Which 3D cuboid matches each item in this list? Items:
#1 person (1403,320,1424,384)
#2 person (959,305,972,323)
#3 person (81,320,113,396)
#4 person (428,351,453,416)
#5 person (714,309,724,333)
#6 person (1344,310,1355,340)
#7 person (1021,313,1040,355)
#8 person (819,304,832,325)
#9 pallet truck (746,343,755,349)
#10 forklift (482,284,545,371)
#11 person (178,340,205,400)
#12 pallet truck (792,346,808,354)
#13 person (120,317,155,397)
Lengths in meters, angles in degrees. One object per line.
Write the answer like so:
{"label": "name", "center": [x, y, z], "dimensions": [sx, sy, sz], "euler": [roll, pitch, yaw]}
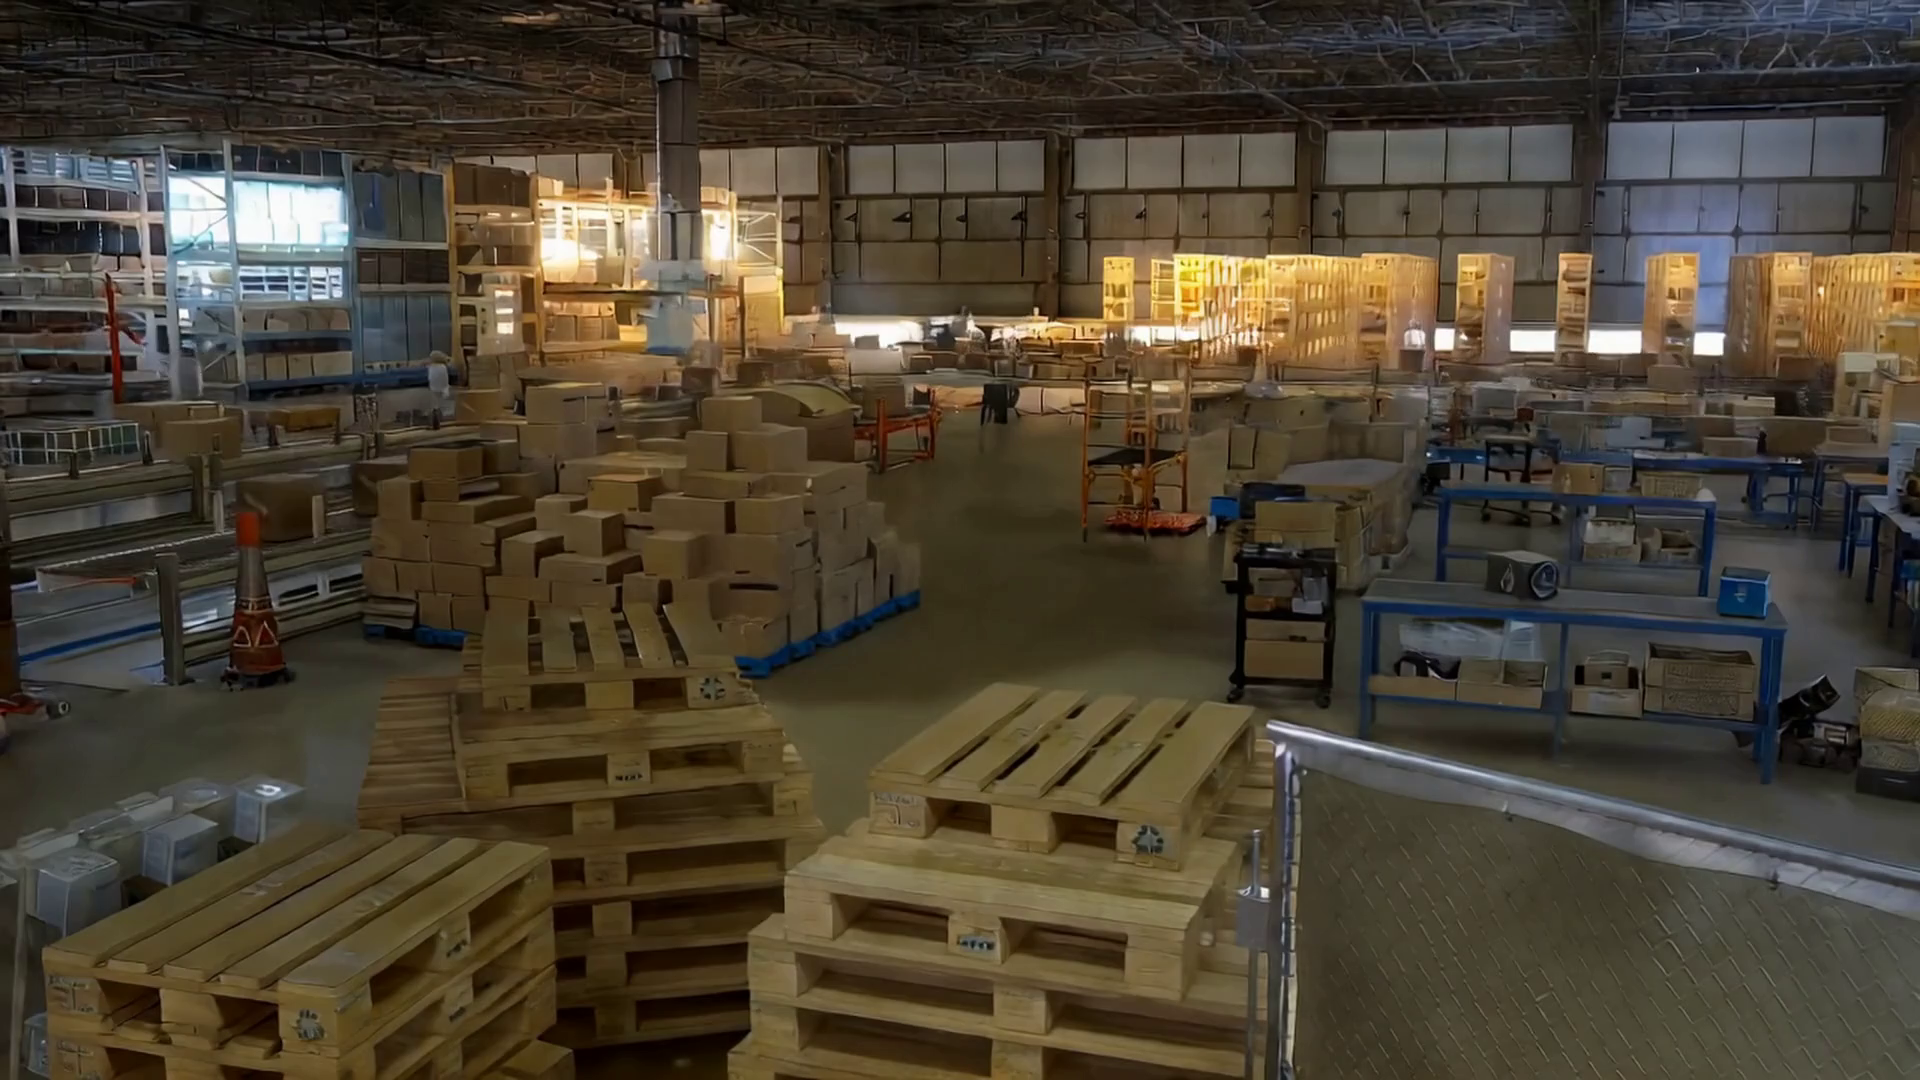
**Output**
{"label": "person", "center": [12.704, -5.269, 46.667], "dimensions": [0.608, 1.766, 0.948], "euler": [0, 9, 2]}
{"label": "person", "center": [0.166, -8.522, 66.871], "dimensions": [0.621, 1.838, 0.429], "euler": [7, 12, 39]}
{"label": "person", "center": [-21.785, -4.592, 41.991], "dimensions": [0.637, 1.904, 0.403], "euler": [0, 9, 0]}
{"label": "person", "center": [-9.875, -2.784, 31.581], "dimensions": [0.551, 1.609, 0.494], "euler": [6, 11, 34]}
{"label": "person", "center": [-8.353, -7.025, 57.326], "dimensions": [0.565, 1.882, 1.015], "euler": [5, 10, 27]}
{"label": "person", "center": [13.907, -7.370, 59.709], "dimensions": [0.646, 1.807, 0.650], "euler": [3, 10, 18]}
{"label": "person", "center": [2.095, -5.784, 49.399], "dimensions": [0.617, 1.931, 0.466], "euler": [-2, 9, -11]}
{"label": "person", "center": [-4.934, -7.628, 60.754], "dimensions": [0.389, 1.996, 0.612], "euler": [8, 12, 41]}
{"label": "pallet truck", "center": [-6.183, -4.618, 44.264], "dimensions": [1.601, 1.201, 0.680], "euler": [-9, 12, -43]}
{"label": "forklift", "center": [-10.832, -4.702, 39.610], "dimensions": [1.129, 2.768, 1.873], "euler": [3, 10, 20]}
{"label": "person", "center": [-14.388, -2.818, 31.119], "dimensions": [0.595, 1.817, 0.425], "euler": [2, 9, 10]}
{"label": "pallet truck", "center": [-3.705, -4.298, 42.022], "dimensions": [0.653, 1.274, 1.630], "euler": [3, 10, 20]}
{"label": "person", "center": [-20.706, -4.611, 41.828], "dimensions": [0.650, 1.982, 1.037], "euler": [5, 10, 29]}
